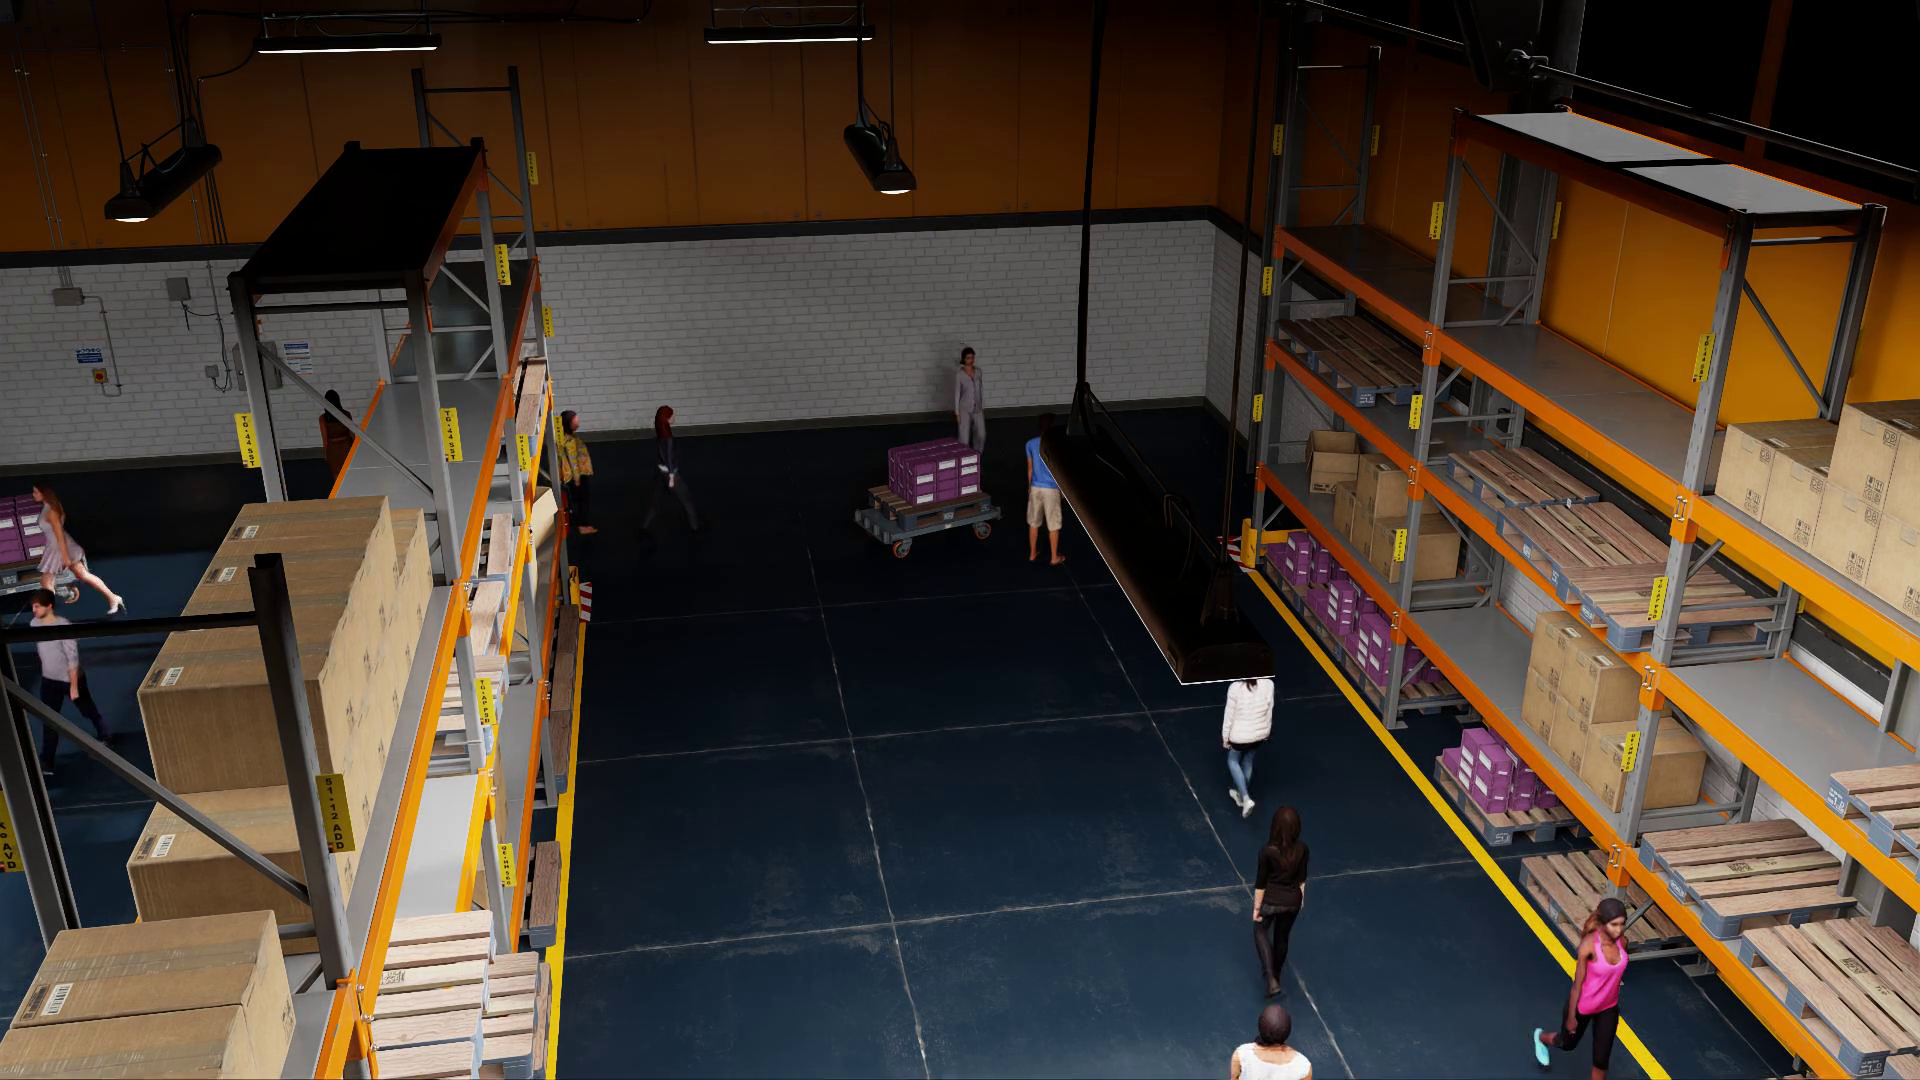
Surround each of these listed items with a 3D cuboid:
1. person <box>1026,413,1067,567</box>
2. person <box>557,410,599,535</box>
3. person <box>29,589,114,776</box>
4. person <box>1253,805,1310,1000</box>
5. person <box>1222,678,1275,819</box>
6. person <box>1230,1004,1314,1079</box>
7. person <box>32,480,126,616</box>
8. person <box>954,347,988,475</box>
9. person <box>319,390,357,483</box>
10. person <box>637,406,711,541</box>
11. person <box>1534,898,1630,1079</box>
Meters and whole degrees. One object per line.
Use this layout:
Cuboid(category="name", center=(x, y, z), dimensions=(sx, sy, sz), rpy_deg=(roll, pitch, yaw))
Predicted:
Cuboid(category="person", center=(1.015, -0.613, 19.766), dimensions=(0.732, 1.863, 0.743), rpy_deg=(10, 25, 21))
Cuboid(category="person", center=(-4.831, -0.796, 20.466), dimensions=(0.915, 1.638, 0.922), rpy_deg=(-12, 26, -25))
Cuboid(category="person", center=(-8.286, 1.269, 15.540), dimensions=(1.028, 1.800, 1.224), rpy_deg=(8, 25, 17))
Cuboid(category="person", center=(2.399, 2.740, 12.386), dimensions=(0.589, 1.630, 0.766), rpy_deg=(-3, 24, -6))
Cuboid(category="person", center=(2.561, 1.723, 14.721), dimensions=(0.634, 1.625, 0.861), rpy_deg=(-5, 24, -11))
Cuboid(category="person", center=(1.881, 3.641, 10.299), dimensions=(0.980, 1.651, 1.198), rpy_deg=(7, 25, 15))
Cuboid(category="person", center=(-9.721, 0.150, 18.196), dimensions=(0.854, 1.722, 1.142), rpy_deg=(-12, 26, -26))
Cuboid(category="person", center=(0.080, -1.776, 22.560), dimensions=(0.729, 1.757, 0.765), rpy_deg=(-12, 26, -25))
Cuboid(category="person", center=(-7.847, -1.101, 21.098), dimensions=(0.633, 1.690, 0.623), rpy_deg=(-14, 27, -28))
Cuboid(category="person", center=(-3.640, -0.771, 20.291), dimensions=(0.959, 1.732, 1.162), rpy_deg=(-14, 27, -28))
Cuboid(category="person", center=(4.268, 3.145, 11.378), dimensions=(0.559, 1.697, 1.068), rpy_deg=(-4, 24, -9))
